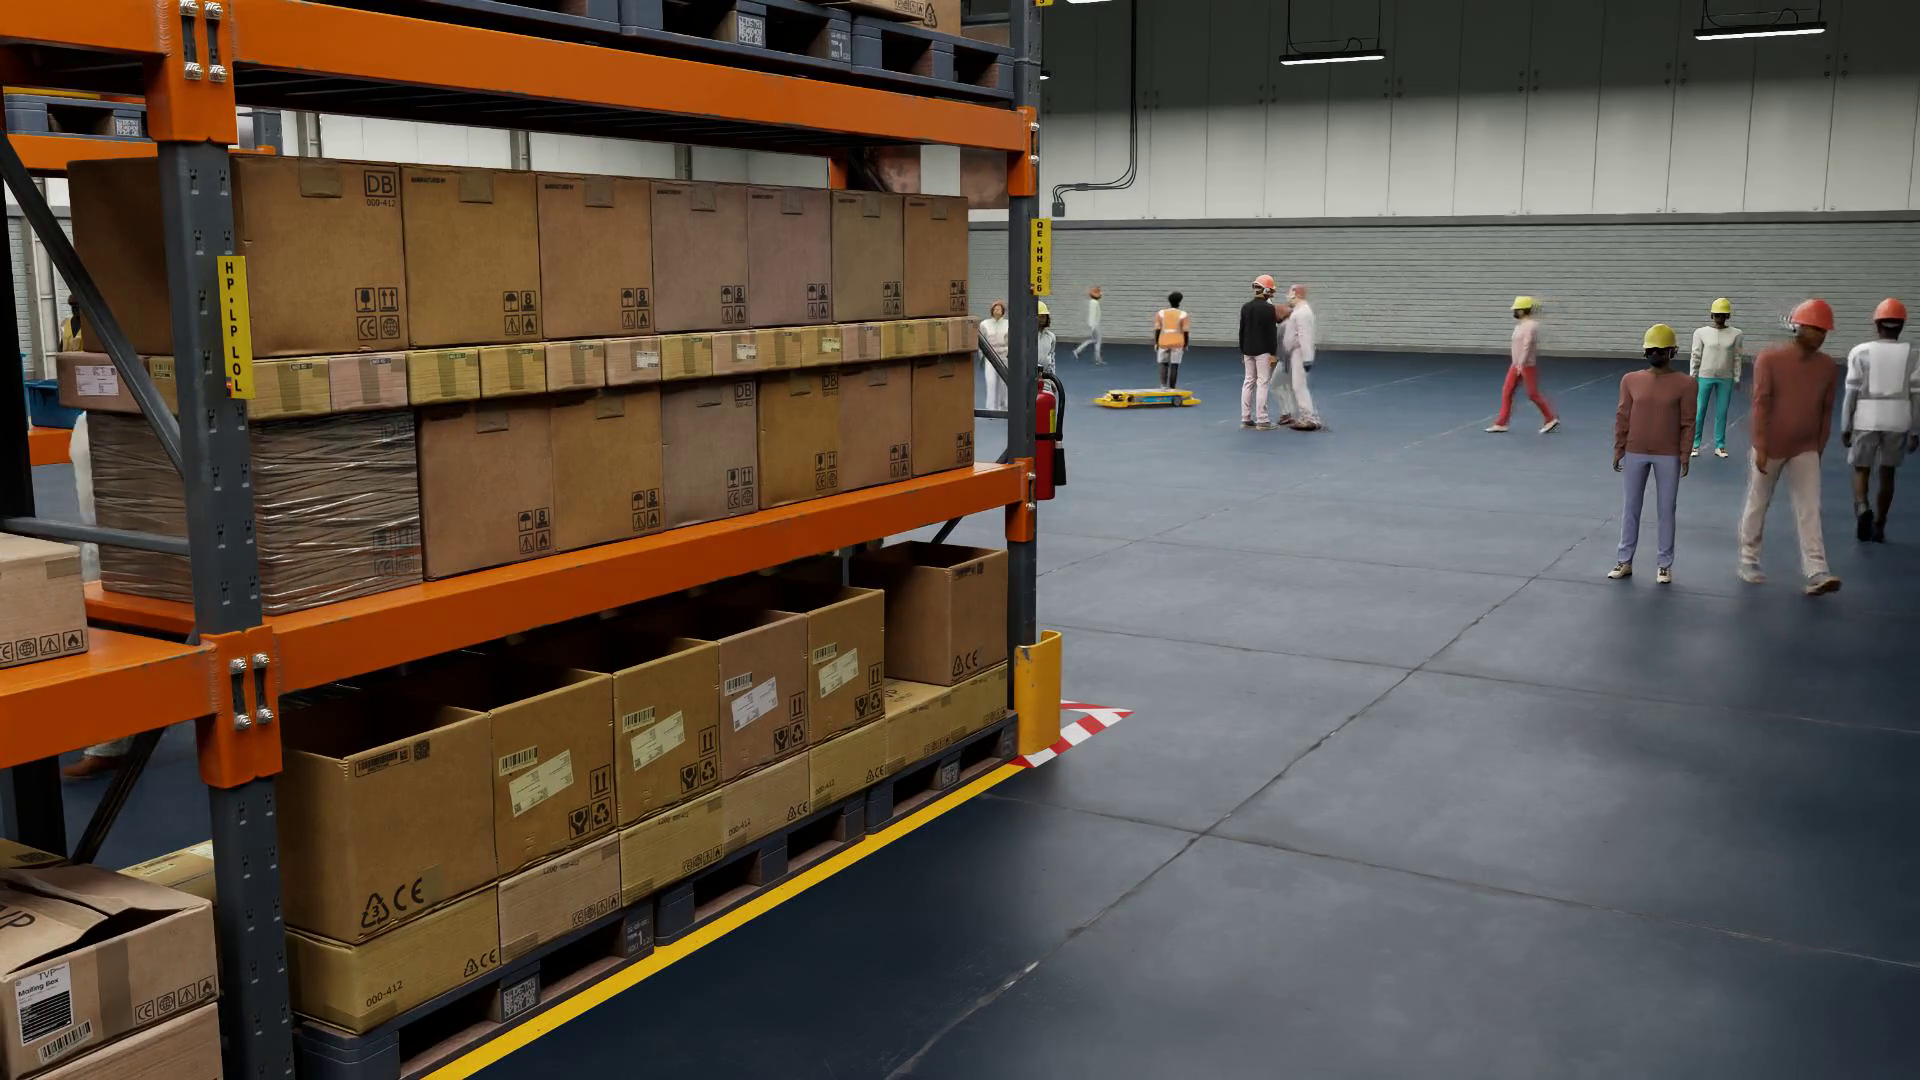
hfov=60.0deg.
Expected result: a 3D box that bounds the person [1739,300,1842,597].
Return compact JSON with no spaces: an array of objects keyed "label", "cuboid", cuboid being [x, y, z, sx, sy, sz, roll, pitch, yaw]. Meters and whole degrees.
[{"label":"person","cuboid":[5.510,-0.608,10.990,0.623,1.924,1.070,0,10,1]}]

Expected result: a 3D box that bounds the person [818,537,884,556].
[{"label":"person","cuboid":[-0.688,-0.384,9.420,0.430,2.028,0.652,-6,12,-33]}]

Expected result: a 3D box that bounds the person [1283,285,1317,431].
[{"label":"person","cuboid":[4.371,-2.335,21.333,0.449,1.862,0.753,2,10,11]}]

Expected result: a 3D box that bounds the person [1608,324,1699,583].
[{"label":"person","cuboid":[4.743,-0.588,11.390,0.525,1.769,0.313,7,12,34]}]

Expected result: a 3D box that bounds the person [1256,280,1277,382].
[{"label":"person","cuboid":[5.420,-3.713,29.516,0.403,1.823,0.588,1,10,9]}]

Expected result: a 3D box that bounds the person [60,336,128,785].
[{"label":"person","cuboid":[-3.525,0.059,7.176,0.638,1.921,0.813,7,12,37]}]

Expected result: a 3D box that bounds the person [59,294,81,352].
[{"label":"person","cuboid":[-9.735,-1.843,18.529,0.619,1.839,0.430,1,10,8]}]

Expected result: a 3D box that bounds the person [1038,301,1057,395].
[{"label":"person","cuboid":[0.827,-1.684,17.859,0.493,1.746,0.283,-6,11,-31]}]

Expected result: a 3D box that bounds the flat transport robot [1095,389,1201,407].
[{"label":"flat transport robot","cuboid":[2.798,-2.123,24.746,1.431,0.197,0.652,-4,10,-20]}]

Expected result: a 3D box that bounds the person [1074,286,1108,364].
[{"label":"person","cuboid":[2.727,-4.444,34.426,0.627,1.614,0.499,0,10,1]}]

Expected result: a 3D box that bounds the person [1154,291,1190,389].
[{"label":"person","cuboid":[3.329,-3.040,25.980,0.548,1.675,0.497,3,10,19]}]

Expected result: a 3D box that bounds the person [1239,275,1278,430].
[{"label":"person","cuboid":[3.869,-2.415,21.433,0.404,1.985,0.623,-6,12,-32]}]

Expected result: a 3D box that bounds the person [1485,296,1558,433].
[{"label":"person","cuboid":[7.128,-2.207,20.945,0.858,1.733,0.520,-1,10,-8]}]

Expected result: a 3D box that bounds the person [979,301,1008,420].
[{"label":"person","cuboid":[0.518,-2.475,22.871,0.529,1.618,0.685,0,10,2]}]

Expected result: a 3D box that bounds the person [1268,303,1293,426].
[{"label":"person","cuboid":[4.221,-2.295,21.816,0.396,1.605,0.530,1,10,7]}]

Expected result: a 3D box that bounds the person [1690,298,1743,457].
[{"label":"person","cuboid":[8.378,-1.792,18.440,0.535,1.766,0.317,2,10,13]}]

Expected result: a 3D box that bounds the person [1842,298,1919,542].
[{"label":"person","cuboid":[7.087,-0.896,12.786,0.543,1.911,0.712,5,11,26]}]
